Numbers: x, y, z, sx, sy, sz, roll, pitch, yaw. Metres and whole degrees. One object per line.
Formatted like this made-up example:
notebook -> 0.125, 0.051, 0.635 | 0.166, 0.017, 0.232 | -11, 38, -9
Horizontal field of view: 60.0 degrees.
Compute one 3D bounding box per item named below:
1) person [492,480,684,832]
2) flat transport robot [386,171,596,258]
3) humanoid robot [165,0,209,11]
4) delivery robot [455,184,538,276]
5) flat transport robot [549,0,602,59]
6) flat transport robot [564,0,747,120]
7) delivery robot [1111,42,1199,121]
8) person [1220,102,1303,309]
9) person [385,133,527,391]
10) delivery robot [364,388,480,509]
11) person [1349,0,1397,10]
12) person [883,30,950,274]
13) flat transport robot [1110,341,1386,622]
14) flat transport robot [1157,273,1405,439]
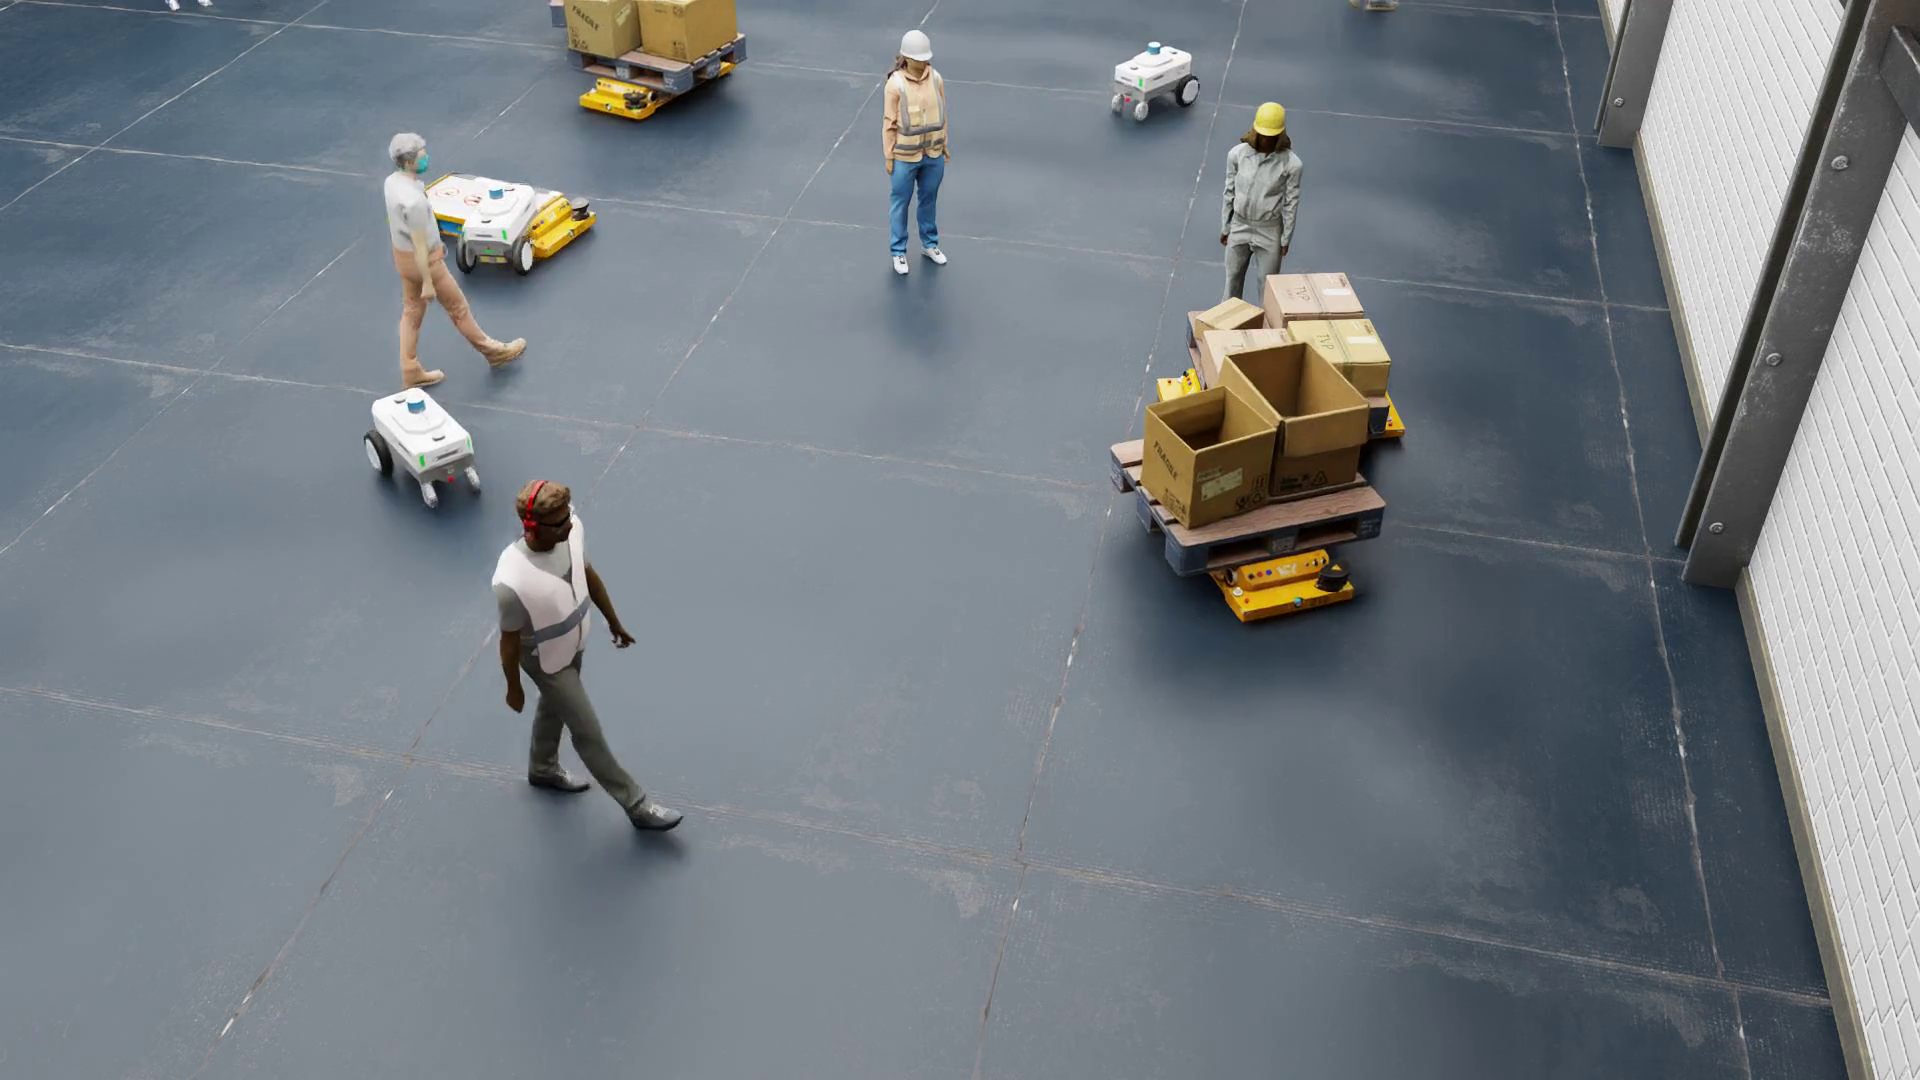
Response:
person -> -1.642, 0.509, 7.250 | 0.931, 1.800, 0.583 | 10, 38, 13
flat transport robot -> -3.530, -2.452, 12.500 | 1.431, 0.231, 0.659 | 14, 39, 18
humanoid robot -> -7.660, -5.994, 16.012 | 0.532, 1.771, 0.755 | -26, 44, -31
delivery robot -> -3.316, -2.256, 12.015 | 0.499, 0.614, 0.815 | 4, 37, 5
flat transport robot -> -3.132, -4.902, 15.778 | 0.659, 0.231, 1.431 | 3, 37, 4
flat transport robot -> -2.653, -4.092, 14.694 | 0.659, 0.231, 1.431 | 19, 41, 23
delivery robot -> 1.664, -3.974, 14.297 | 0.789, 0.593, 0.499 | -30, 46, -34
person -> 1.897, -1.976, 10.642 | 0.482, 1.738, 0.341 | 15, 39, 20
person -> -3.253, -1.750, 10.364 | 0.855, 1.701, 0.475 | -25, 43, -29
delivery robot -> -3.150, -0.588, 9.762 | 0.499, 0.589, 0.784 | -26, 44, -30
person -> 4.032, -5.963, 15.861 | 0.518, 1.870, 0.601 | -1, 37, -1
person -> -0.315, -2.727, 11.648 | 0.496, 1.728, 0.372 | -18, 40, -23
flat transport robot -> 1.585, -0.092, 9.342 | 0.659, 0.231, 1.431 | -11, 38, -14
flat transport robot -> 1.988, -0.862, 10.372 | 1.431, 0.231, 0.659 | -2, 37, -3
